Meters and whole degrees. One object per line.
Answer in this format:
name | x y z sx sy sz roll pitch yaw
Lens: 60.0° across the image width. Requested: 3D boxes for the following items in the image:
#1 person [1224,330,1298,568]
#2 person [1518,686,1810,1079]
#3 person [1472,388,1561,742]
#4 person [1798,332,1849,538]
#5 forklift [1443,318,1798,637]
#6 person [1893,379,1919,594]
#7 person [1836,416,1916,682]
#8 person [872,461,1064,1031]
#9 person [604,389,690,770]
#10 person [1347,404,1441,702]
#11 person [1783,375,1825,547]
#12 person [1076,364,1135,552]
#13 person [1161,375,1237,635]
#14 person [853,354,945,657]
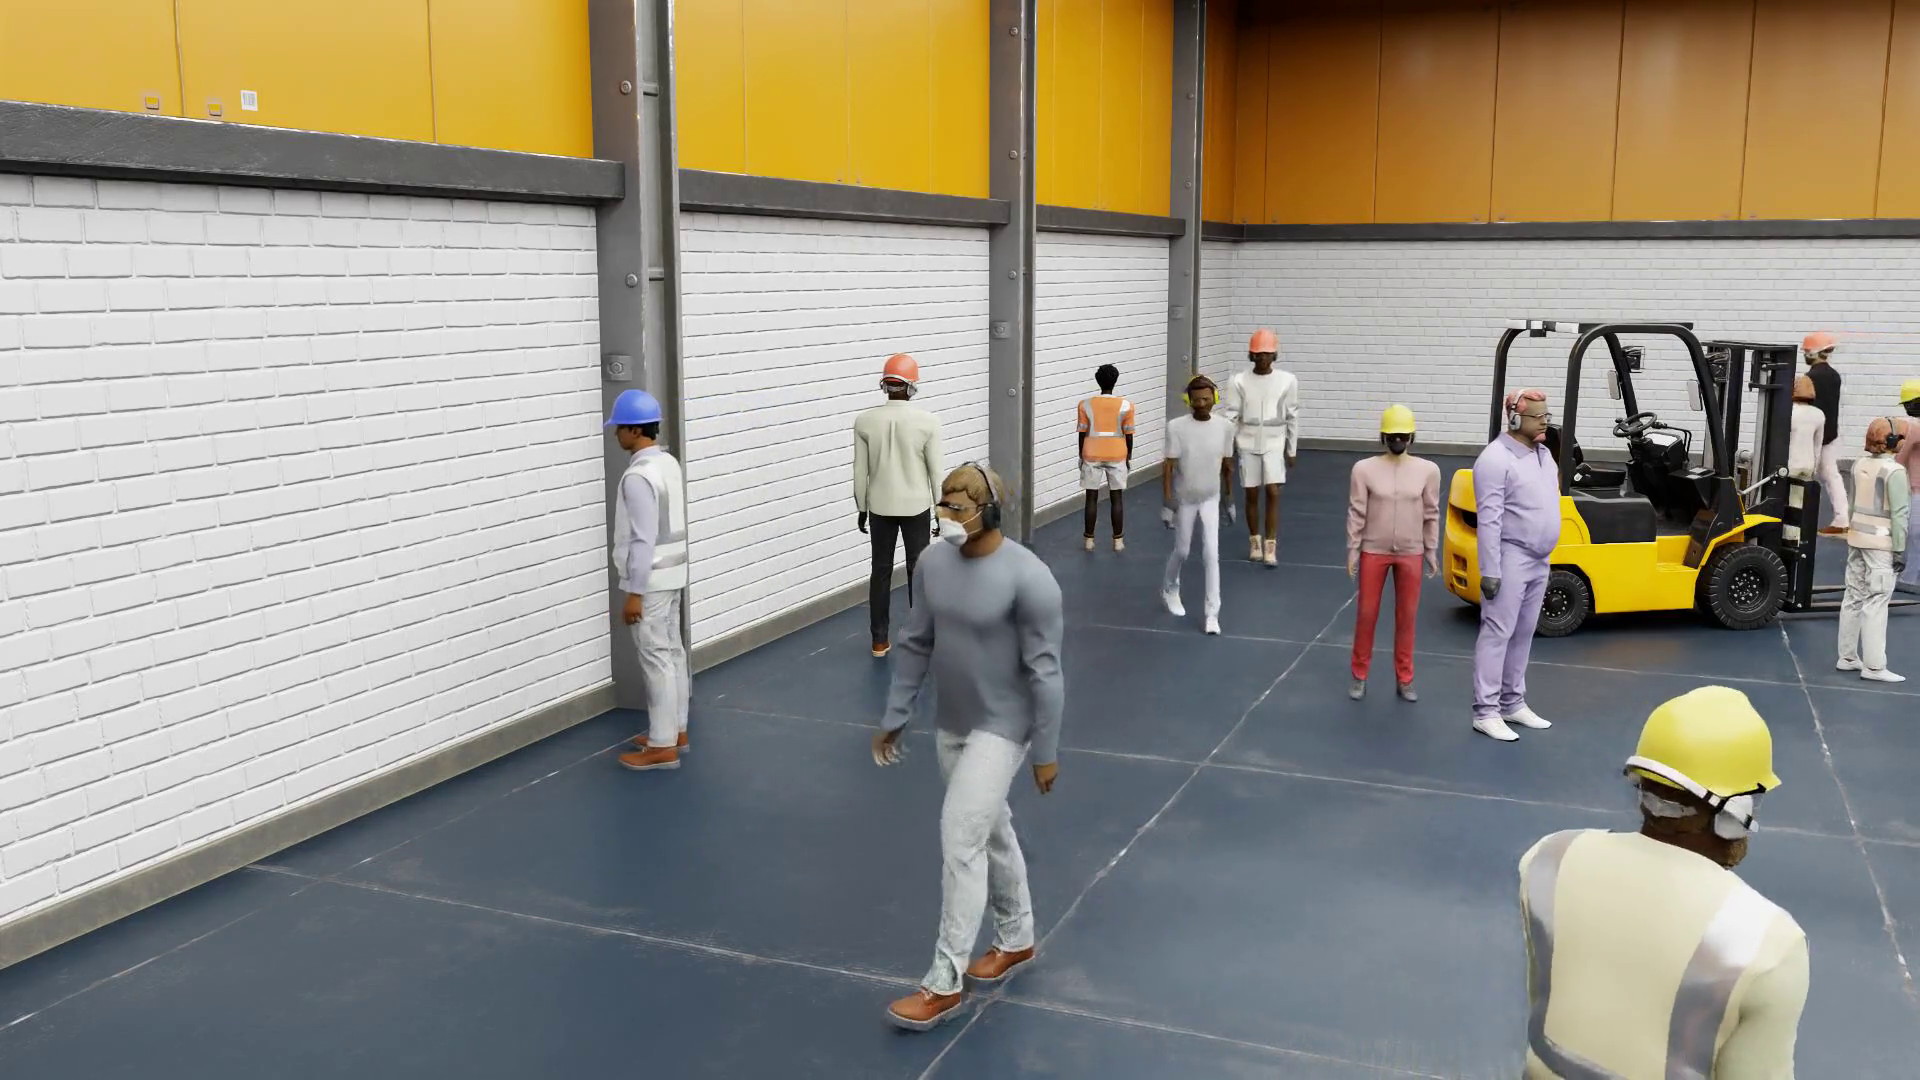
person | 2.553 -0.769 14.161 0.634 2.012 0.872 2 10 10
person | 1.379 1.152 3.212 0.866 1.791 0.599 -7 12 -36
person | 3.056 0.127 9.078 0.654 1.906 0.408 -9 13 -42
person | 8.083 -1.008 15.849 0.655 1.934 1.033 -6 11 -33
forklift | 4.706 -0.497 11.990 2.313 2.155 1.214 -2 10 -10
person | 7.418 -0.367 12.673 0.529 1.708 0.795 -5 11 -28
person | 5.691 0.052 10.331 0.311 1.642 0.513 -1 9 -3
person | -0.015 0.686 5.703 0.900 1.905 0.649 -7 12 -37
person | -1.593 0.200 8.514 0.409 1.943 0.614 1 9 5
person | 2.542 0.083 9.777 0.533 1.765 0.330 1 9 7
person | 7.286 -0.628 14.531 0.519 1.614 0.389 -3 10 -15
person | 1.307 -0.733 14.947 0.530 1.689 0.322 1 9 4
person | 1.697 -0.283 11.877 0.581 1.816 0.972 -1 9 -5
person | -0.389 -0.216 10.891 0.620 1.994 0.381 2 10 10
